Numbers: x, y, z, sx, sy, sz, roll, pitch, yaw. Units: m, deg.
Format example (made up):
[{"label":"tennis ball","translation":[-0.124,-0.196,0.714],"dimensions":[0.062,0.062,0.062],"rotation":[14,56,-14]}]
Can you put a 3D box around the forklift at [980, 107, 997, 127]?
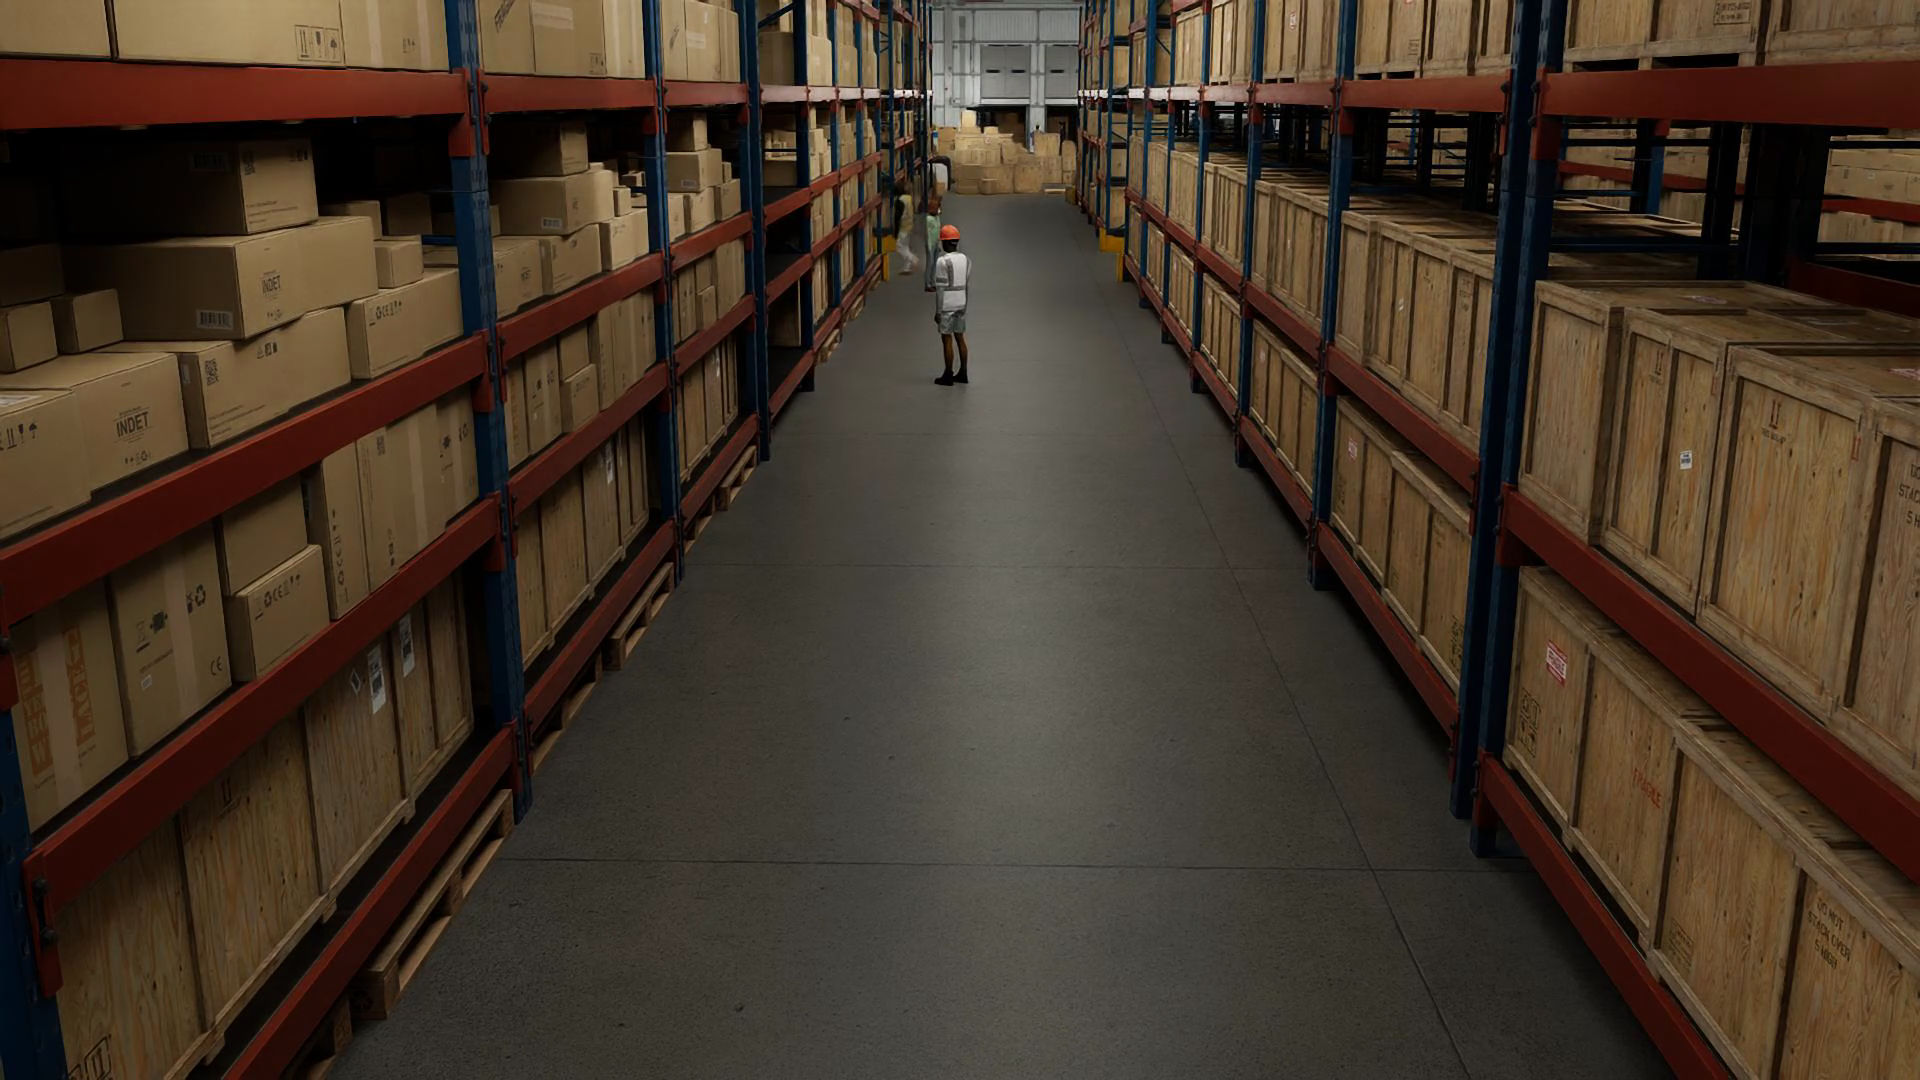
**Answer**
[{"label":"forklift","translation":[1.405,-19.894,81.810],"dimensions":[1.873,2.768,1.129],"rotation":[-13,19,-39]}]

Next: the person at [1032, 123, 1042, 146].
[{"label":"person","translation":[4.071,-20.943,87.515],"dimensions":[0.587,1.930,0.355],"rotation":[5,16,19]}]

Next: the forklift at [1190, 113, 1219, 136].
[{"label":"forklift","translation":[8.078,-12.754,55.244],"dimensions":[1.129,2.768,1.873],"rotation":[0,15,2]}]

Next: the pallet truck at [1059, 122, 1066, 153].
[{"label":"pallet truck","translation":[5.788,-21.111,88.014],"dimensions":[1.885,1.965,0.823],"rotation":[5,16,18]}]

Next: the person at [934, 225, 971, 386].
[{"label":"person","translation":[-0.116,-2.840,20.175],"dimensions":[0.383,1.929,0.539],"rotation":[12,19,39]}]

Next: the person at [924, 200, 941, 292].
[{"label":"person","translation":[-0.474,-5.239,29.670],"dimensions":[0.280,1.625,0.492],"rotation":[7,17,24]}]

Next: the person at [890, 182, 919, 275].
[{"label":"person","translation":[-1.090,-6.001,32.140],"dimensions":[0.502,1.816,0.701],"rotation":[3,15,12]}]
